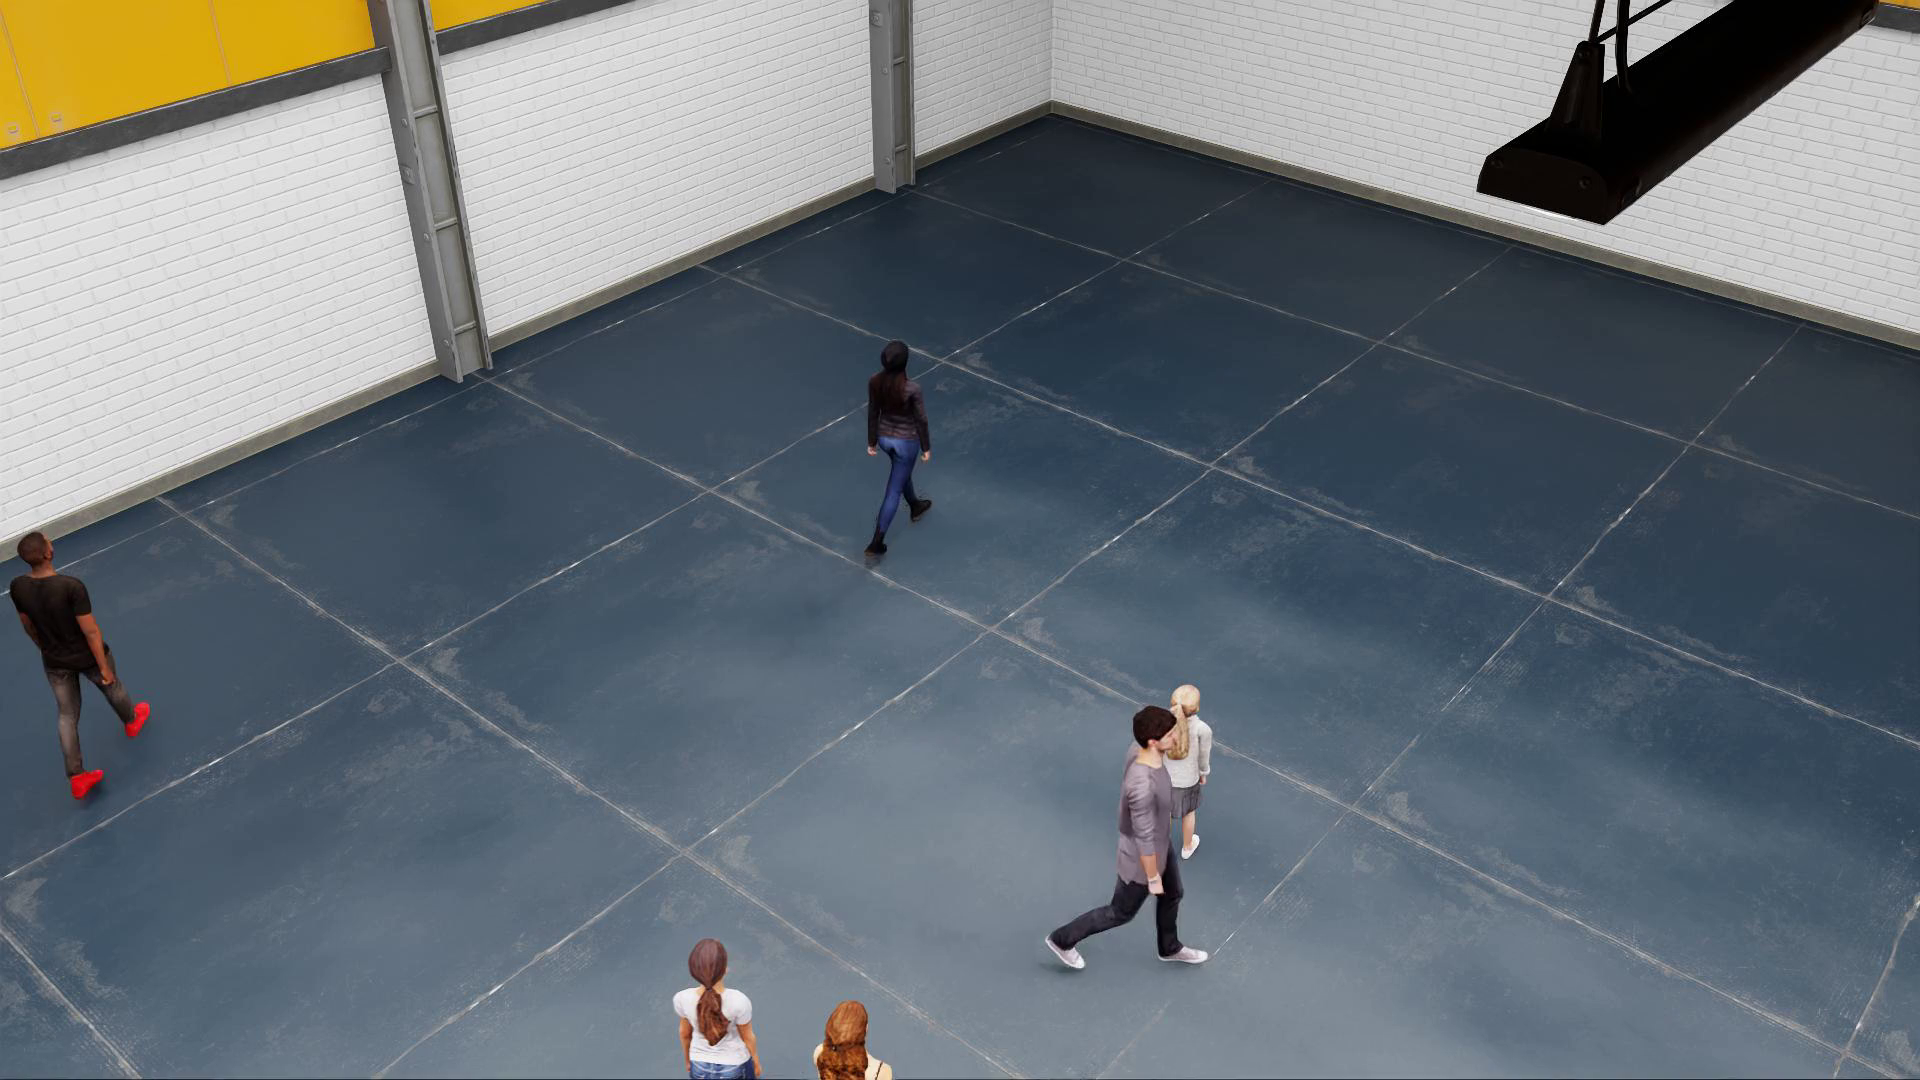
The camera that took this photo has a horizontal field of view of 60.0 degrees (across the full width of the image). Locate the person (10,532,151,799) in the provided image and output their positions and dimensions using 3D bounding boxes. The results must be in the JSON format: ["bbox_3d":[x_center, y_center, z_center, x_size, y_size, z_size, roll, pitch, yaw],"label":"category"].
[{"bbox_3d":[-5.575,0.803,10.368,1.138,1.748,1.239,0,34,0],"label":"person"}]

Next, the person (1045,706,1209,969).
[{"bbox_3d":[0.902,1.672,8.994,1.074,1.821,1.181,7,34,11],"label":"person"}]

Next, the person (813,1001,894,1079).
[{"bbox_3d":[-0.514,2.761,7.543,0.671,1.615,0.732,10,35,14],"label":"person"}]

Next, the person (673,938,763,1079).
[{"bbox_3d":[-1.142,2.509,7.969,0.617,1.563,0.654,5,34,8],"label":"person"}]

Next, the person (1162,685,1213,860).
[{"bbox_3d":[1.310,1.376,9.933,0.581,1.276,0.616,9,35,13],"label":"person"}]

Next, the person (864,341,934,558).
[{"bbox_3d":[-0.510,-0.657,12.610,0.779,1.699,1.239,17,37,24],"label":"person"}]
